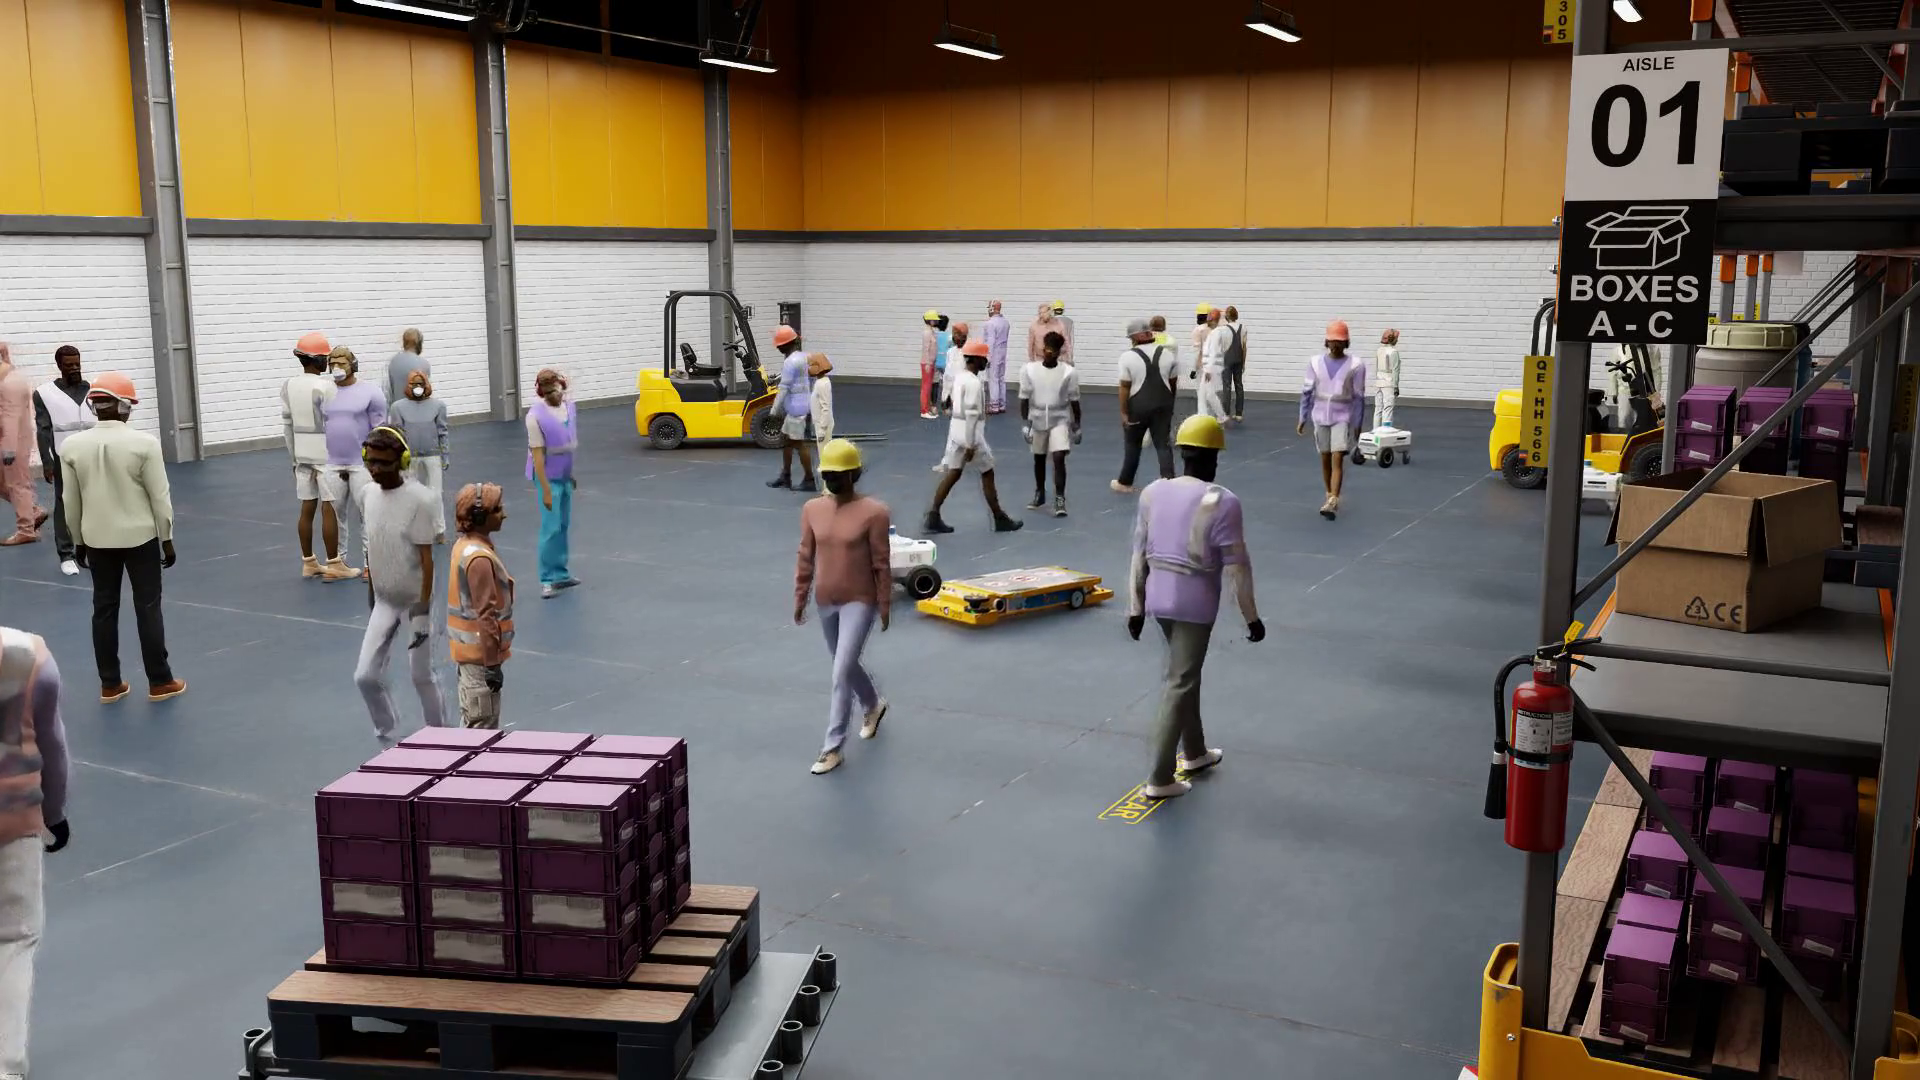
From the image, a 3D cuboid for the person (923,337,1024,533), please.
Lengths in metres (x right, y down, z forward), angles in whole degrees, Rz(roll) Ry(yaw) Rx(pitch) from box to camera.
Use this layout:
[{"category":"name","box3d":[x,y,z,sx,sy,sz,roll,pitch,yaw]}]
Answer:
[{"category":"person","box3d":[0.089,-0.995,15.945,0.998,1.888,0.562,-3,10,-17]}]

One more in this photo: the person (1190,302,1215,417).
[{"category":"person","box3d":[3.753,-2.688,25.611,0.360,1.930,0.589,9,13,41]}]

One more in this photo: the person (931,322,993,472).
[{"category":"person","box3d":[0.049,-1.779,20.620,0.977,1.844,0.591,-7,12,-37]}]

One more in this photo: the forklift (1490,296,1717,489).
[{"category":"forklift","box3d":[7.296,-1.677,18.993,2.313,2.155,1.214,5,11,27]}]

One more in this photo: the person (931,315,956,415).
[{"category":"person","box3d":[-0.313,-2.869,27.455,0.540,1.666,0.702,1,10,7]}]

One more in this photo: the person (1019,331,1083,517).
[{"category":"person","box3d":[0.934,-1.202,17.170,0.645,1.892,0.893,2,10,11]}]

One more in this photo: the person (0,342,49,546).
[{"category":"person","box3d":[-8.759,-0.887,15.308,0.431,1.888,0.649,-9,13,-43]}]

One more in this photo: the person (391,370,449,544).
[{"category":"person","box3d":[-4.954,-0.755,15.301,0.502,1.627,0.276,-4,10,-20]}]

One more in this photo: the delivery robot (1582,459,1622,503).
[{"category":"delivery robot","box3d":[6.448,-0.588,17.145,0.707,0.478,0.477,4,10,23]}]

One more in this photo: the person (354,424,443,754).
[{"category":"person","box3d":[-2.817,0.339,8.335,0.546,1.843,0.580,4,10,20]}]

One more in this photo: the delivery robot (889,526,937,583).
[{"category":"delivery robot","box3d":[-0.552,0.131,12.999,0.707,0.478,0.477,-2,10,-11]}]

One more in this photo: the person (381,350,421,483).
[{"category":"person","box3d":[-6.187,-1.327,18.646,0.544,1.613,0.484,-1,10,-7]}]

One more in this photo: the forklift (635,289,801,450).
[{"category":"forklift","box3d":[-3.358,-2.392,23.136,2.313,2.155,1.214,-1,10,-5]}]

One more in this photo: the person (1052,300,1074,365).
[{"category":"person","box3d":[1.793,-3.477,30.463,0.591,1.833,0.403,-2,10,-13]}]

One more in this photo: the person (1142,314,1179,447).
[{"category":"person","box3d":[2.723,-2.206,23.086,0.633,1.841,0.429,2,10,11]}]

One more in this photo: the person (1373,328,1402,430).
[{"category":"person","box3d":[5.960,-2.126,23.202,0.310,1.639,0.514,-3,10,-17]}]

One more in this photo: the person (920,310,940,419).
[{"category":"person","box3d":[-0.483,-2.861,27.087,0.331,1.768,0.526,2,10,10]}]

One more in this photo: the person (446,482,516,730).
[{"category":"person","box3d":[-2.215,0.547,7.724,0.310,1.638,0.523,-4,11,-24]}]

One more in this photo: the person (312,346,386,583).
[{"category":"person","box3d":[-4.985,-0.613,13.576,0.627,1.941,0.372,0,10,-2]}]

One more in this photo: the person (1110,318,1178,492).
[{"category":"person","box3d":[2.077,-1.491,18.361,0.755,2.000,0.999,-3,10,-16]}]

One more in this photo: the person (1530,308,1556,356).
[{"category":"person","box3d":[8.336,-2.312,23.411,0.636,1.939,0.363,6,12,31]}]

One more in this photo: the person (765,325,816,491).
[{"category":"person","box3d":[-1.943,-1.461,18.644,0.707,1.886,0.587,0,10,2]}]

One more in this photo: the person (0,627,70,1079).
[{"category":"person","box3d":[-3.093,0.918,5.145,0.617,1.802,0.940,-4,11,-24]}]

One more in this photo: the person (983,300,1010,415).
[{"category":"person","box3d":[0.568,-3.048,27.763,0.409,1.907,0.651,5,11,27]}]

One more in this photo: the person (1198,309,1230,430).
[{"category":"person","box3d":[3.792,-2.534,24.985,0.656,1.847,0.671,-1,10,-7]}]

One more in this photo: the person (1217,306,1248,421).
[{"category":"person","box3d":[4.342,-2.815,26.610,0.504,1.839,0.344,-4,10,-20]}]

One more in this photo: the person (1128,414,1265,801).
[{"category":"person","box3d":[1.201,0.322,8.301,0.852,1.891,0.605,-8,13,-39]}]

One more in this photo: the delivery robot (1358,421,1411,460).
[{"category":"delivery robot","box3d":[5.383,-1.262,21.060,0.707,0.478,0.477,-7,12,-36]}]

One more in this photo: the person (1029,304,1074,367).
[{"category":"person","box3d":[1.511,-2.999,27.701,0.741,1.845,1.035,1,10,4]}]

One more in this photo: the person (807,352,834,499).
[{"category":"person","box3d":[-1.482,-1.183,17.755,0.280,1.632,0.507,-1,10,-6]}]

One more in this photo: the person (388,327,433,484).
[{"category":"person","box3d":[-5.834,-1.278,17.522,0.663,1.911,0.592,7,12,36]}]

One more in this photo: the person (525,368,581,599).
[{"category":"person","box3d":[-3.179,-0.464,13.109,0.402,1.807,0.732,3,10,16]}]

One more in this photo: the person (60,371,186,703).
[{"category":"person","box3d":[-5.002,-0.009,9.945,0.611,1.985,0.393,-1,10,-3]}]

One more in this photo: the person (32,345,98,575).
[{"category":"person","box3d":[-7.460,-0.681,14.030,0.389,1.919,0.592,7,12,34]}]

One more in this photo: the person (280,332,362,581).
[{"category":"person","box3d":[-5.251,-0.677,13.640,0.605,2.045,0.377,5,11,25]}]

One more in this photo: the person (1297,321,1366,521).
[{"category":"person","box3d":[3.759,-1.211,16.874,0.616,1.994,0.972,5,11,29]}]

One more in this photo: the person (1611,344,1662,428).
[{"category":"person","box3d":[8.769,-1.922,21.572,0.609,1.791,0.898,3,10,19]}]

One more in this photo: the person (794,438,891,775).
[{"category":"person","box3d":[-0.599,0.302,8.885,0.536,1.730,0.874,5,11,26]}]

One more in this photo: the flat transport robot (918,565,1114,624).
[{"category":"flat transport robot","box3d":[0.435,0.395,12.560,1.431,0.197,0.652,-8,13,-41]}]
